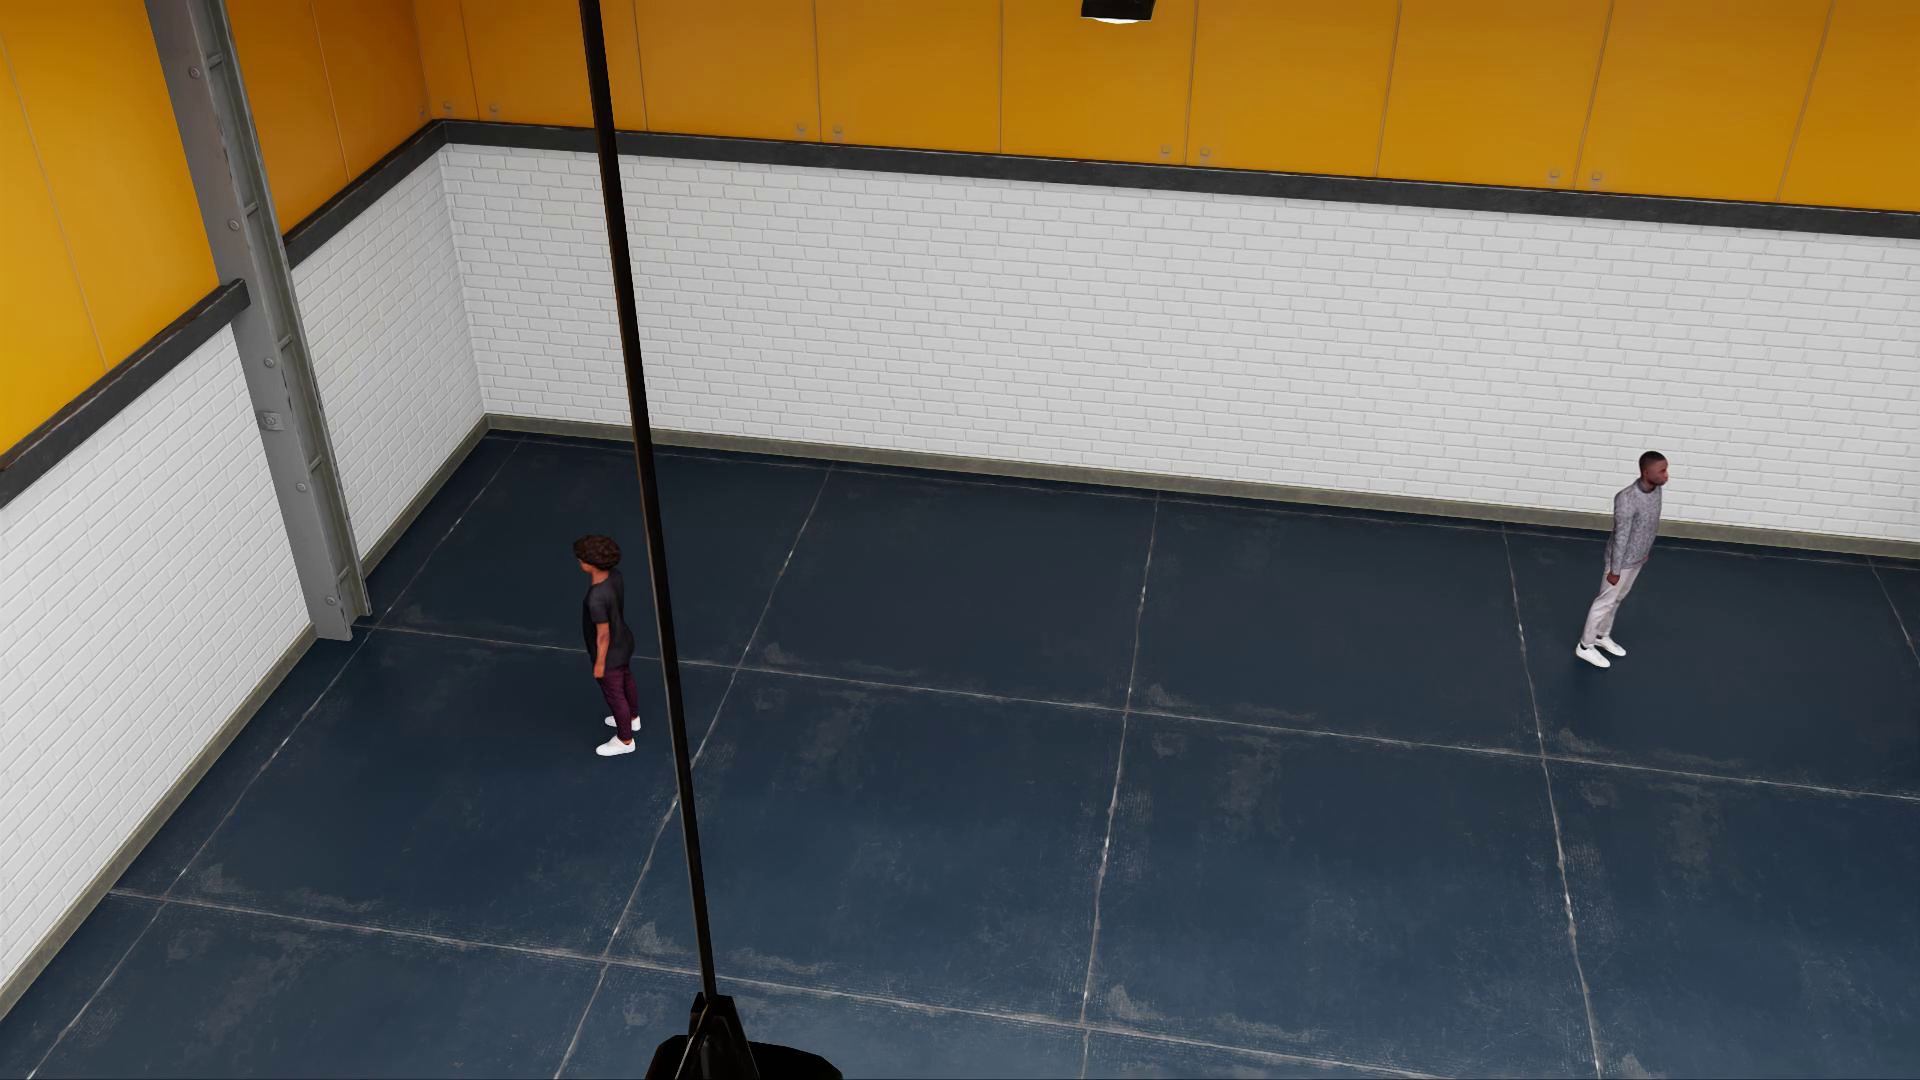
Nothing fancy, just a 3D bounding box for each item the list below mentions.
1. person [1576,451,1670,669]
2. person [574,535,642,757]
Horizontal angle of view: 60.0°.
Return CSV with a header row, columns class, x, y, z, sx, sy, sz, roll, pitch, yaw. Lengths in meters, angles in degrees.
class,x,y,z,sx,sy,sz,roll,pitch,yaw
person,4.981,0.111,12.481,0.802,1.835,0.691,29,43,36
person,-2.448,0.711,11.625,0.714,1.784,0.551,1,34,2
